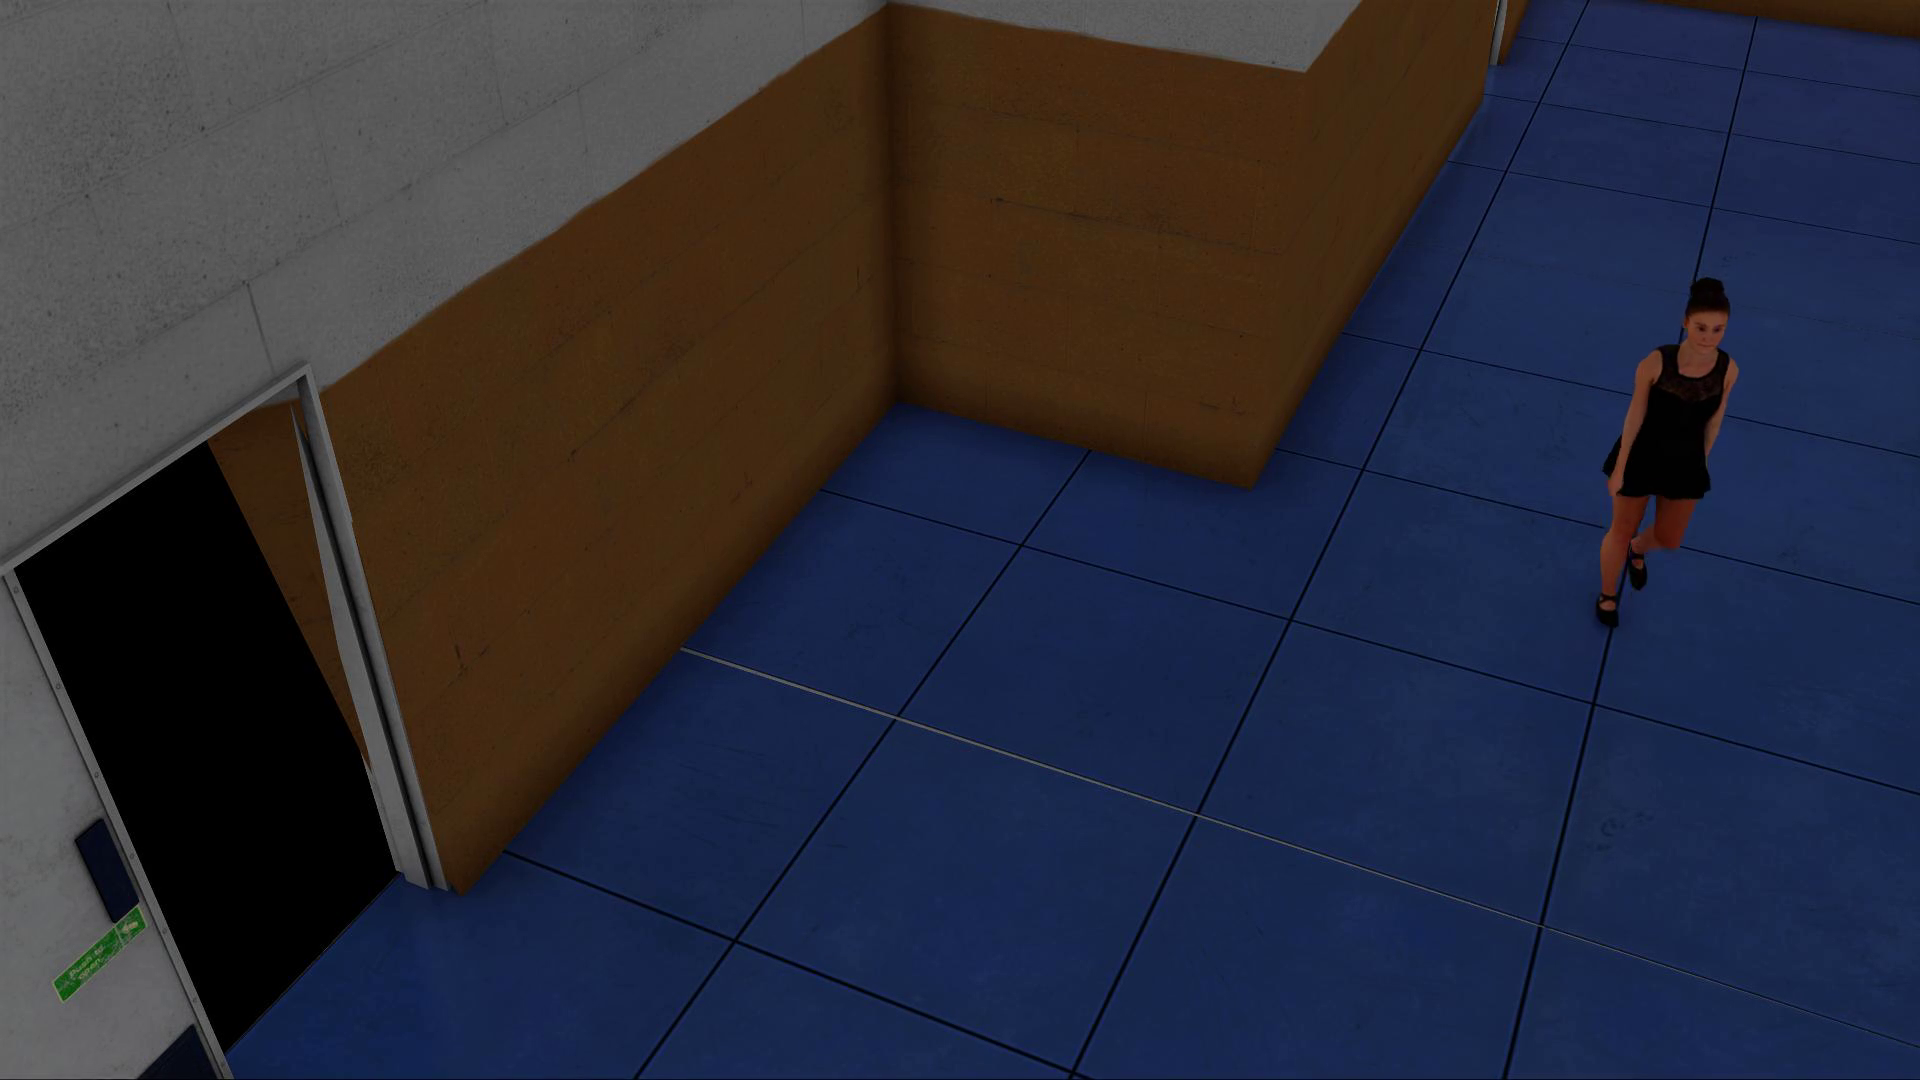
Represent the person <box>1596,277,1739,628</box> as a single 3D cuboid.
[{"bbox_3d":[3.005,-0.387,7.185,0.690,1.666,0.730,6,37,8],"label":"person"}]
